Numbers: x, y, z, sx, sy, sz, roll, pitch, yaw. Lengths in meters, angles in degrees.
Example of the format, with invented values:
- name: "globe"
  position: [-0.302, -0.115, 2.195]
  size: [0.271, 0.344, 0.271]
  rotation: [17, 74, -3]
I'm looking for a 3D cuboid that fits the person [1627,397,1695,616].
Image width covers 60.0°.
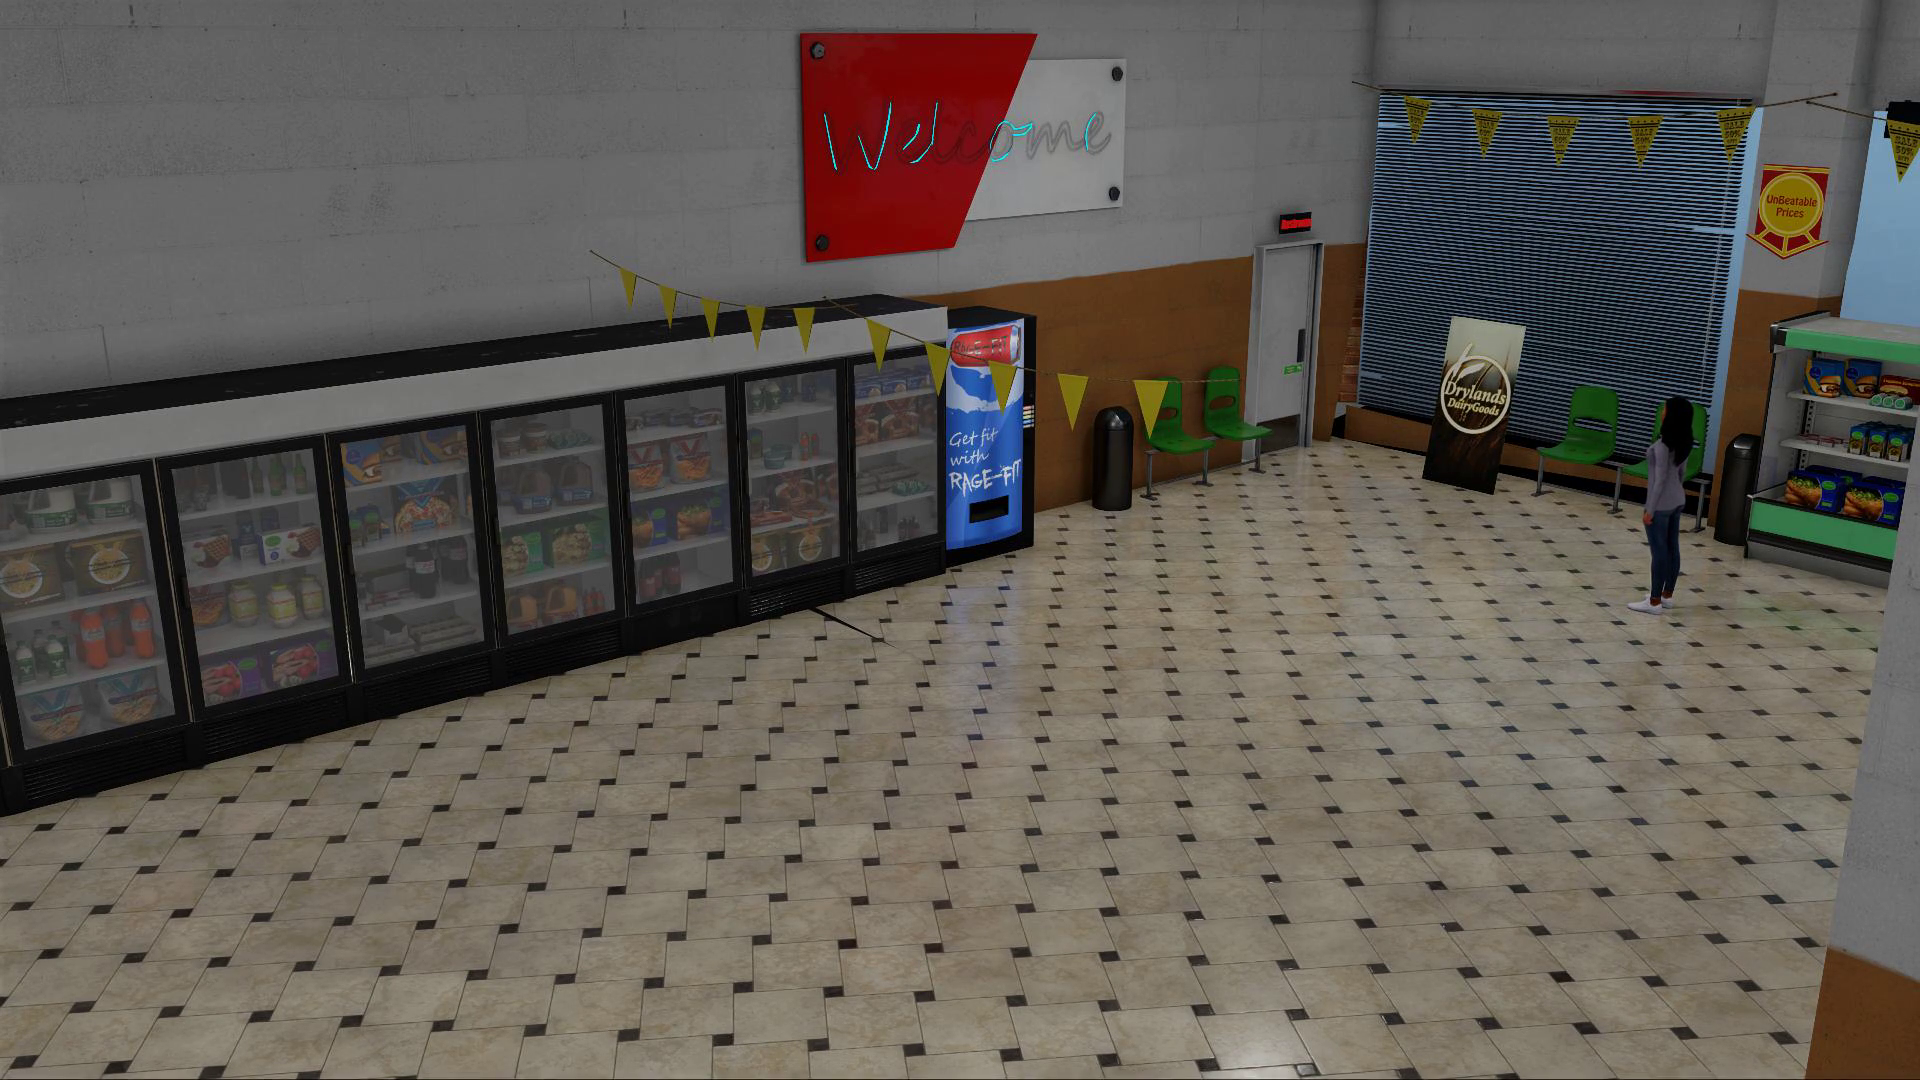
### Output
- name: "person"
  position: [5.583, -0.273, 13.127]
  size: [0.604, 1.735, 0.520]
  rotation: [-13, 21, -36]
